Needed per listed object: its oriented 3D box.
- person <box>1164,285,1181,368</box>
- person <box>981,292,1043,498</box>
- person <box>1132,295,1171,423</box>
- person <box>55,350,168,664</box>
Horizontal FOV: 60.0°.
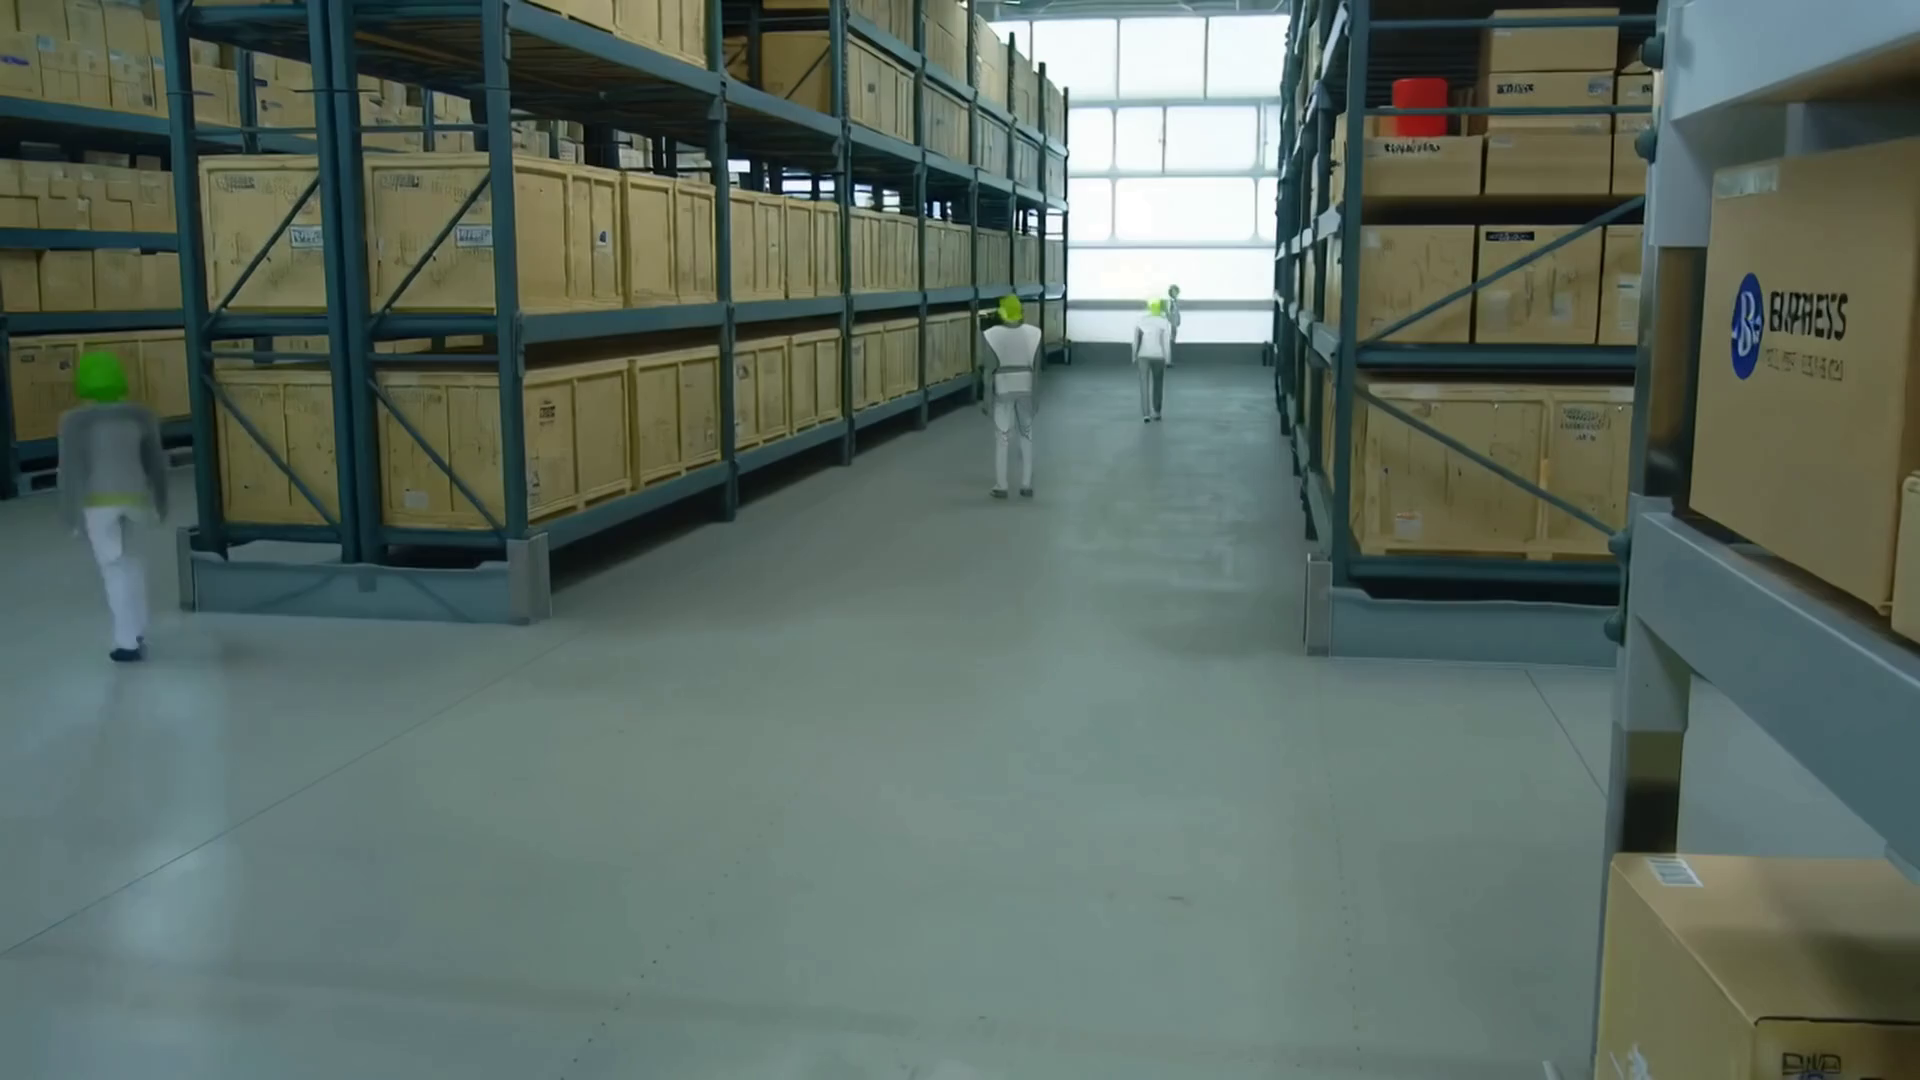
[{"bbox_3d":[4.510,-4.538,35.320,0.330,1.753,0.561,3,10,16],"label":"person"},{"bbox_3d":[0.468,-1.292,14.902,0.565,1.846,0.390,-3,10,-20],"label":"person"},{"bbox_3d":[2.578,-2.438,22.413,0.534,1.710,0.930,2,9,12],"label":"person"},{"bbox_3d":[-4.433,-0.173,8.635,0.557,1.613,0.523,7,11,36],"label":"person"}]
